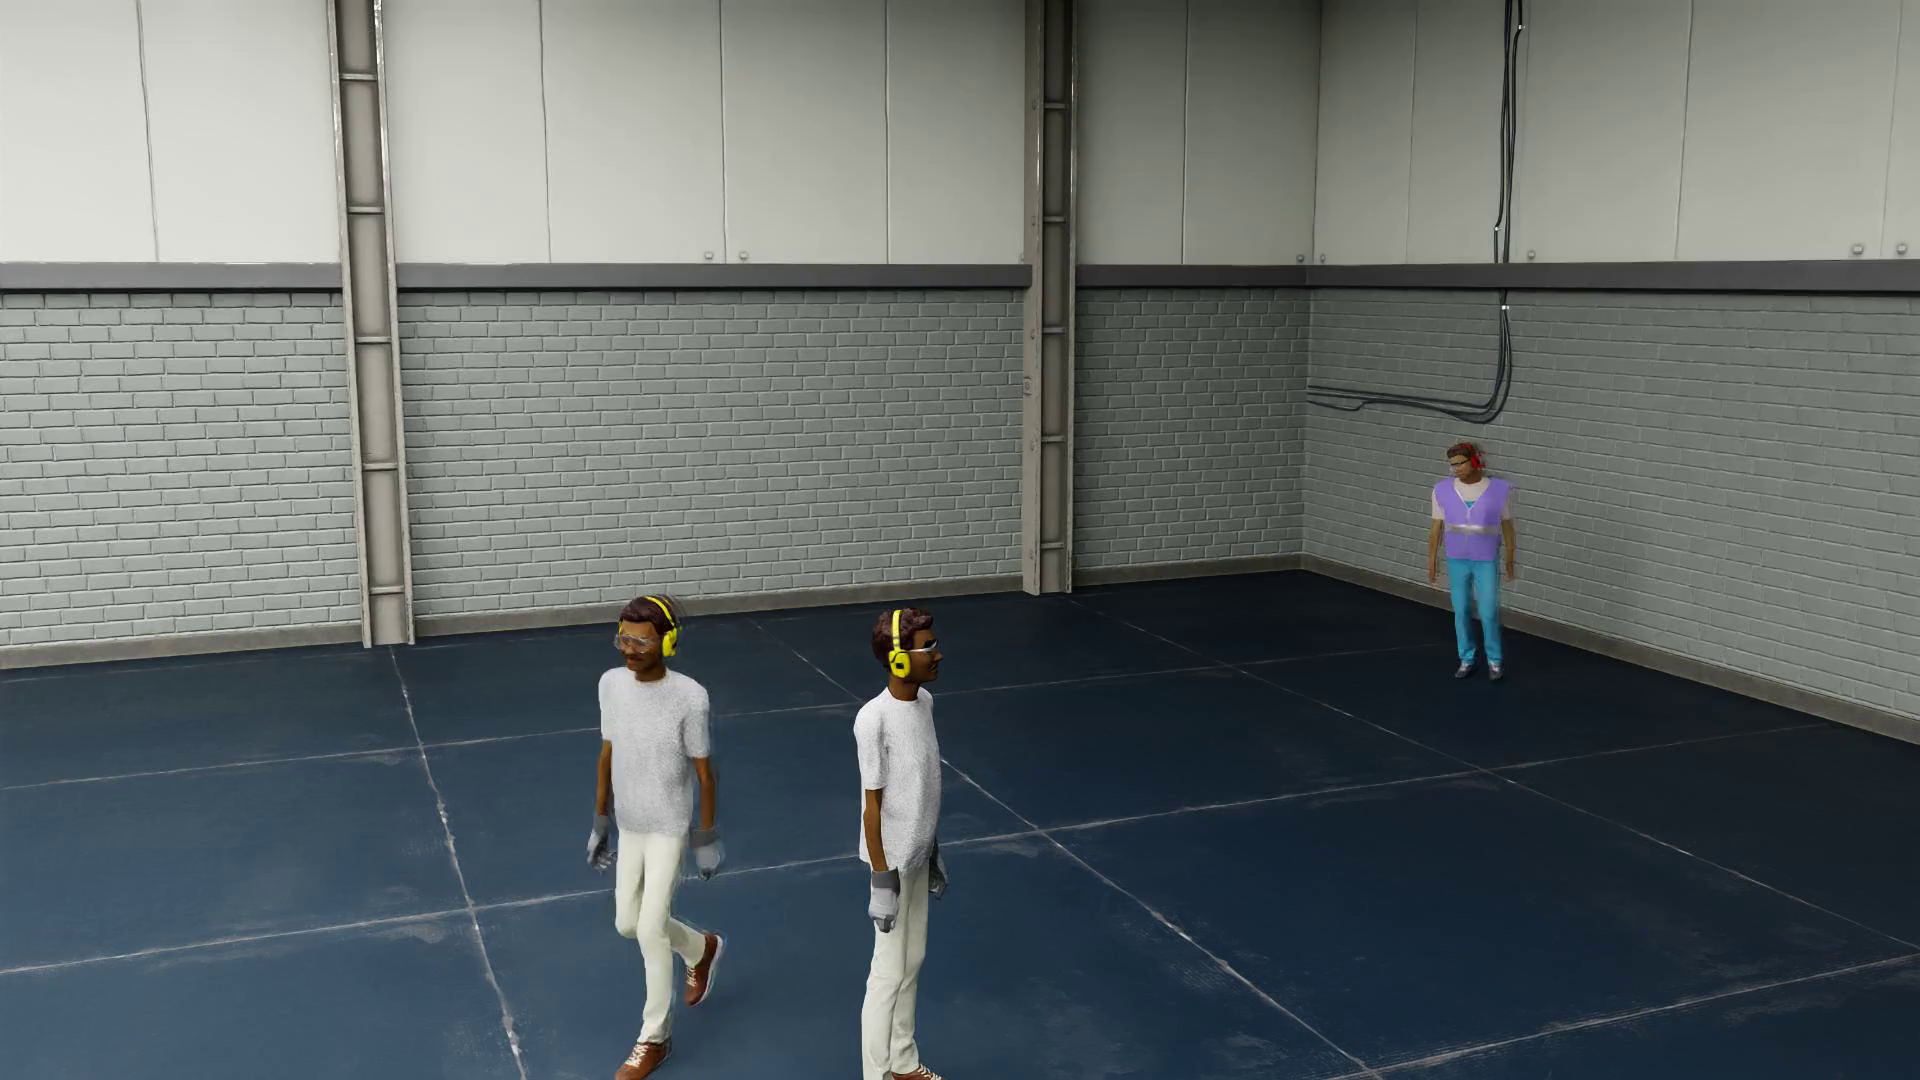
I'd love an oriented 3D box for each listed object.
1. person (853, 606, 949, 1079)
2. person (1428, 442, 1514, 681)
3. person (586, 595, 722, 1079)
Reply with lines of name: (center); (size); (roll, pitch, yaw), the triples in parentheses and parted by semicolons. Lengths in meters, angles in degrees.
person: (-0.186, 1.160, 5.951); (0.328, 1.877, 0.513); (3, 10, 20)
person: (3.813, 0.161, 12.432); (0.588, 1.805, 0.492); (4, 10, 25)
person: (-1.153, 1.095, 6.453); (0.523, 1.848, 0.694); (5, 10, 29)
